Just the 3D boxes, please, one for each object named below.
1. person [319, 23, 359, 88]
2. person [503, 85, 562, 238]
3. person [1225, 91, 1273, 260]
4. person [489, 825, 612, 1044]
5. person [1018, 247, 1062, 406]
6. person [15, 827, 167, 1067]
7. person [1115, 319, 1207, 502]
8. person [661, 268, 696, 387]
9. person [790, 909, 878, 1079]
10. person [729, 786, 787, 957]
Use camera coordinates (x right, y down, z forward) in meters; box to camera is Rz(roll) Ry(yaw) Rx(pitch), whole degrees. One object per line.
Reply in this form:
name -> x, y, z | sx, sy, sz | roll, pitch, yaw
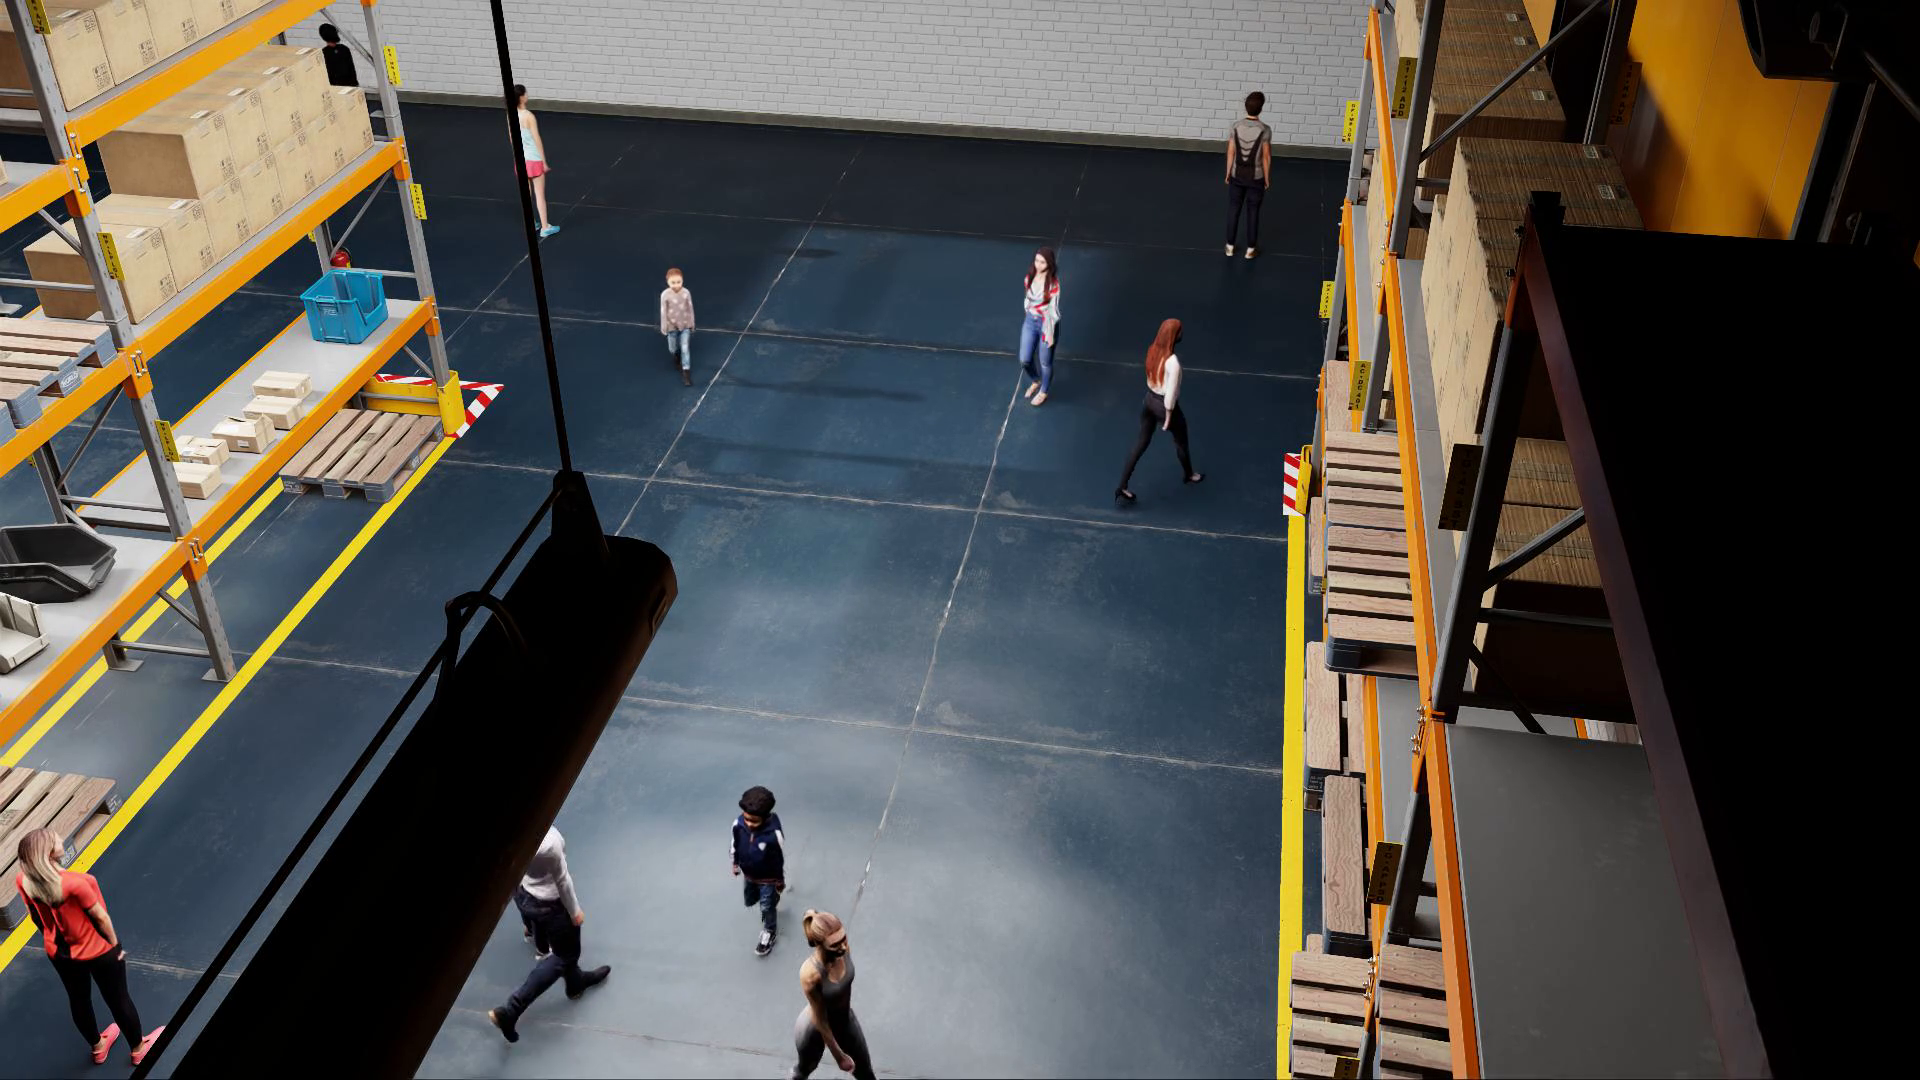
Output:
person -> -7.906, -5.773, 21.380 | 0.959, 1.642, 1.014 | 24, 41, 32
person -> -4.963, -4.371, 19.161 | 0.651, 1.764, 0.644 | 16, 37, 22
person -> 3.216, -4.081, 18.607 | 0.697, 1.894, 0.608 | 12, 35, 17
person -> -2.415, 2.077, 9.391 | 1.139, 1.841, 0.997 | -29, 43, -36
person -> 0.819, -2.042, 15.804 | 0.680, 1.602, 0.689 | 20, 39, 27
person -> -4.883, 2.266, 9.239 | 0.582, 1.694, 0.520 | 5, 34, 7
person -> 1.642, -1.063, 14.238 | 1.147, 1.705, 1.123 | -19, 38, -26
person -> -2.771, -2.125, 16.306 | 0.653, 1.185, 0.815 | -8, 34, -11
person -> -0.784, 2.555, 8.832 | 0.933, 1.664, 1.080 | 20, 39, 27
person -> -1.193, 1.960, 10.134 | 0.603, 1.214, 0.676 | 14, 36, 20
